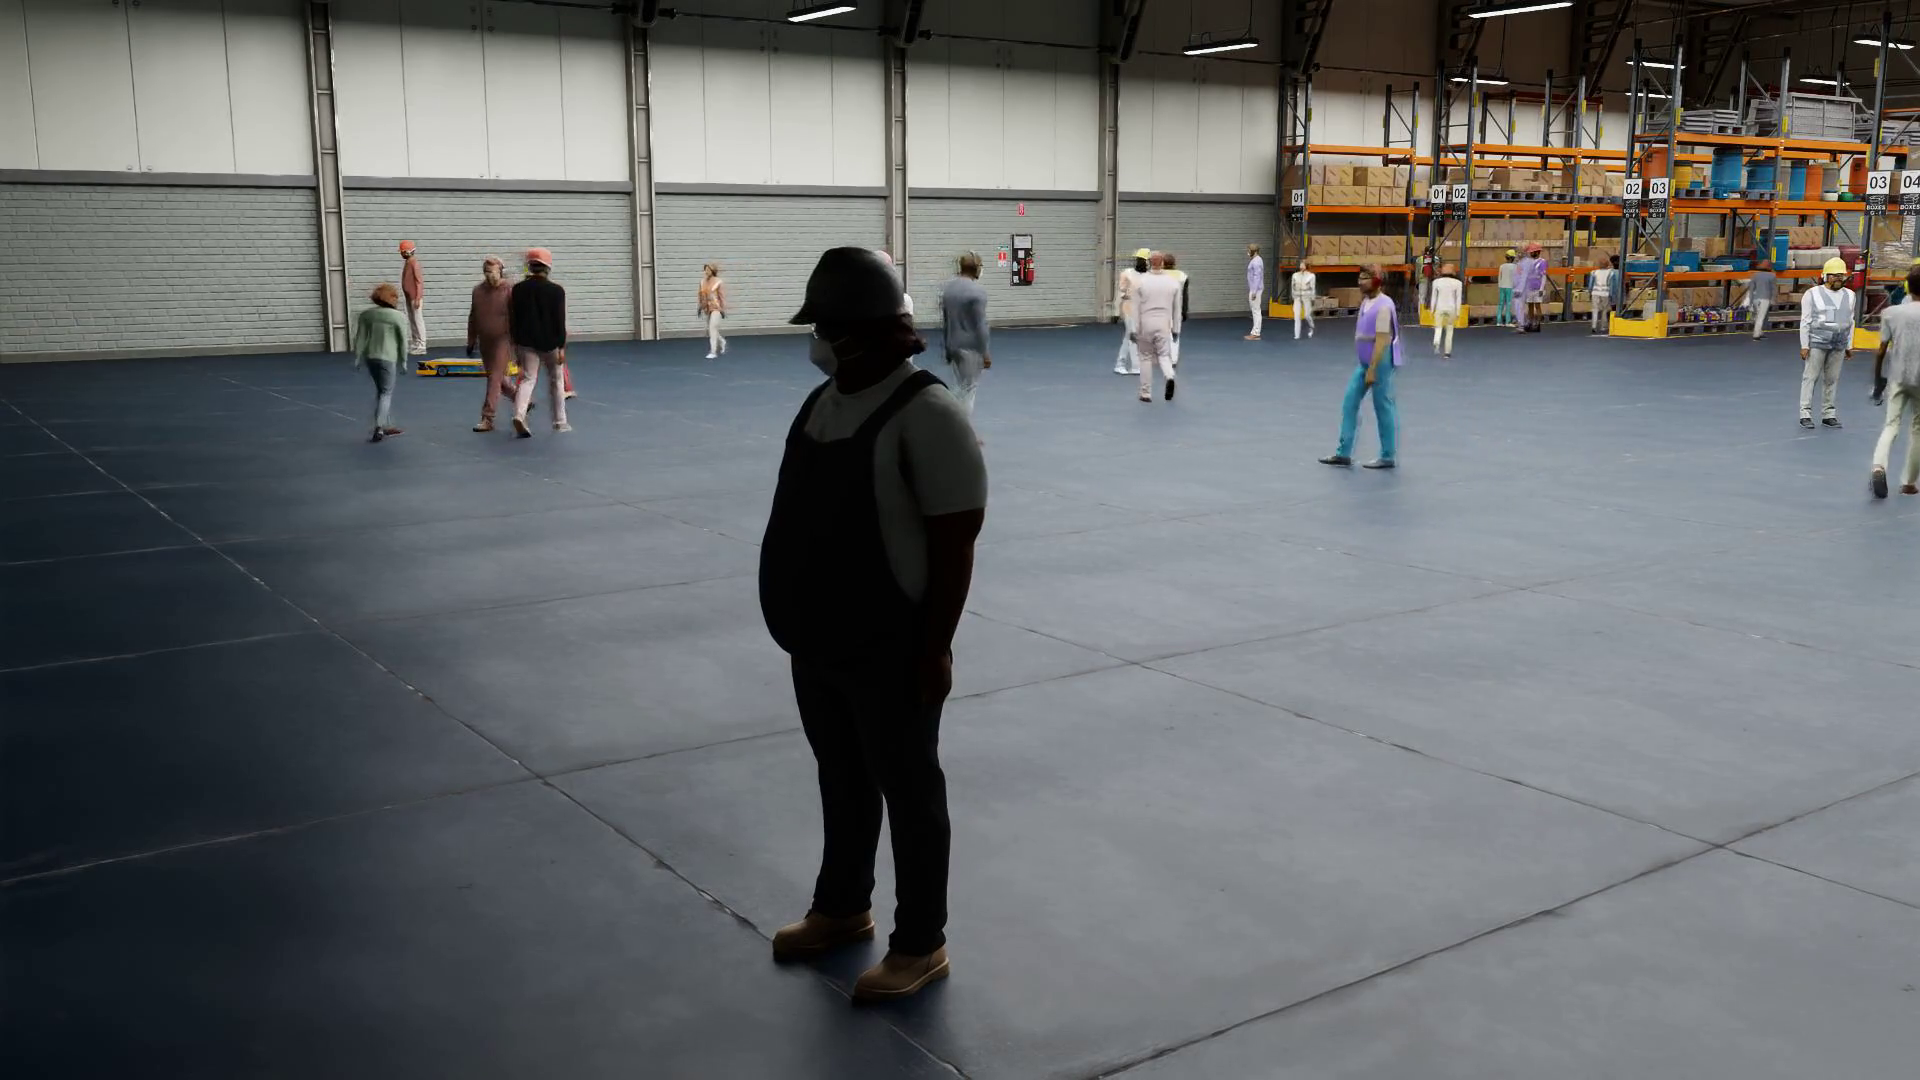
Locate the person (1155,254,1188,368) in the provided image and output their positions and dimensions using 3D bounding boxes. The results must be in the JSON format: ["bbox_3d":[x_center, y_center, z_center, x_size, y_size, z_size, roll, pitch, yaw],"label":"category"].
[{"bbox_3d":[3.309,-3.622,26.329,0.631,1.802,0.979,0,10,-2],"label":"person"}]

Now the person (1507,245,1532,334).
[{"bbox_3d":[11.882,-5.314,35.352,0.415,1.889,0.670,0,10,1],"label":"person"}]

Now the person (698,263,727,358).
[{"bbox_3d":[-4.192,-3.917,28.383,0.518,1.618,0.583,7,12,34],"label":"person"}]

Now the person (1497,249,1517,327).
[{"bbox_3d":[12.518,-5.738,37.967,0.326,1.767,0.533,-6,12,-29],"label":"person"}]

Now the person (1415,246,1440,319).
[{"bbox_3d":[11.670,-6.413,41.483,0.621,1.838,0.429,6,12,32],"label":"person"}]

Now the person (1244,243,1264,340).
[{"bbox_3d":[5.907,-4.979,33.345,0.375,1.936,0.627,2,10,9],"label":"person"}]

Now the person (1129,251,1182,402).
[{"bbox_3d":[2.424,-2.634,20.621,0.650,1.888,0.662,-2,11,-12],"label":"person"}]

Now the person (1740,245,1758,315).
[{"bbox_3d":[20.792,-6.828,43.736,0.927,1.850,0.586,-8,13,-37],"label":"person"}]

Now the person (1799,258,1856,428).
[{"bbox_3d":[9.348,-2.115,17.922,0.586,1.833,0.403,-1,10,-4],"label":"person"}]

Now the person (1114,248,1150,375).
[{"bbox_3d":[2.635,-3.388,24.773,0.615,1.874,0.804,-10,14,-43],"label":"person"}]

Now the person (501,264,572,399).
[{"bbox_3d":[-5.342,-2.607,20.917,0.911,1.717,0.536,-4,11,-20],"label":"person"}]

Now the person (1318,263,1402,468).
[{"bbox_3d":[3.539,-1.527,14.720,0.791,1.815,0.603,-1,10,-7],"label":"person"}]

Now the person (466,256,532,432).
[{"bbox_3d":[-4.923,-2.112,17.840,0.674,1.863,0.882,6,12,31],"label":"person"}]

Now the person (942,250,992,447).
[{"bbox_3d":[0.085,-1.856,16.250,0.427,1.927,0.626,-6,12,-29],"label":"person"}]

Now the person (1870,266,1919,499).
[{"bbox_3d":[7.445,-1.234,13.072,0.519,1.849,0.806,9,14,41],"label":"person"}]

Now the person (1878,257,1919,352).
[{"bbox_3d":[16.771,-4.166,29.545,0.651,1.699,0.562,5,11,26],"label":"person"}]

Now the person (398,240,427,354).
[{"bbox_3d":[-9.621,-4.254,29.212,0.392,1.991,0.612,-7,13,-35],"label":"person"}]

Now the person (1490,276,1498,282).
[{"bbox_3d":[13.932,-6.628,42.915,0.529,1.742,0.706,9,14,42],"label":"person"}]

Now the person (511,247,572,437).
[{"bbox_3d":[-4.383,-2.044,17.224,0.610,1.968,0.925,2,10,9],"label":"person"}]

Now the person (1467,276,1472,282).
[{"bbox_3d":[13.032,-6.793,43.552,0.951,1.841,0.599,-8,13,-38],"label":"person"}]

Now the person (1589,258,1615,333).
[{"bbox_3d":[13.836,-5.283,35.923,0.518,1.609,0.818,5,11,25],"label":"person"}]

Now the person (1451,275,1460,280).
[{"bbox_3d":[12.053,-6.253,40.689,0.931,1.796,0.552,-6,12,-31],"label":"person"}]

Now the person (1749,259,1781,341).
[{"bbox_3d":[15.993,-4.753,33.005,0.723,1.606,0.504,-6,12,-30],"label":"person"}]

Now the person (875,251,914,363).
[{"bbox_3d":[-0.674,-1.508,14.305,0.549,1.936,0.376,1,10,4],"label":"person"}]

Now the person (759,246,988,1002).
[{"bbox_3d":[-0.286,0.224,4.531,0.537,2.000,0.689,-8,13,-39],"label":"person"}]

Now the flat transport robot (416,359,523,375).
[{"bbox_3d":[-7.289,-2.585,24.784,1.431,0.197,0.652,1,10,4],"label":"flat transport robot"}]

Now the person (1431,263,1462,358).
[{"bbox_3d":[8.259,-3.898,28.291,0.517,1.617,0.492,5,11,24],"label":"person"}]

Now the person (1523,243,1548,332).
[{"bbox_3d":[12.400,-5.449,35.934,0.374,1.930,0.542,-4,11,-20],"label":"person"}]

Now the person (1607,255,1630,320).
[{"bbox_3d":[14.285,-5.361,36.170,0.563,1.663,0.378,2,10,9],"label":"person"}]

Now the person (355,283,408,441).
[{"bbox_3d":[-5.906,-1.818,16.938,0.507,1.592,0.740,2,11,11],"label":"person"}]

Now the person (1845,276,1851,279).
[{"bbox_3d":[22.923,-6.611,42.677,0.921,1.791,0.641,-7,13,-35],"label":"person"}]

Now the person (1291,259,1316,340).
[{"bbox_3d":[6.941,-4.854,33.536,0.520,1.616,0.631,6,12,31],"label":"person"}]
